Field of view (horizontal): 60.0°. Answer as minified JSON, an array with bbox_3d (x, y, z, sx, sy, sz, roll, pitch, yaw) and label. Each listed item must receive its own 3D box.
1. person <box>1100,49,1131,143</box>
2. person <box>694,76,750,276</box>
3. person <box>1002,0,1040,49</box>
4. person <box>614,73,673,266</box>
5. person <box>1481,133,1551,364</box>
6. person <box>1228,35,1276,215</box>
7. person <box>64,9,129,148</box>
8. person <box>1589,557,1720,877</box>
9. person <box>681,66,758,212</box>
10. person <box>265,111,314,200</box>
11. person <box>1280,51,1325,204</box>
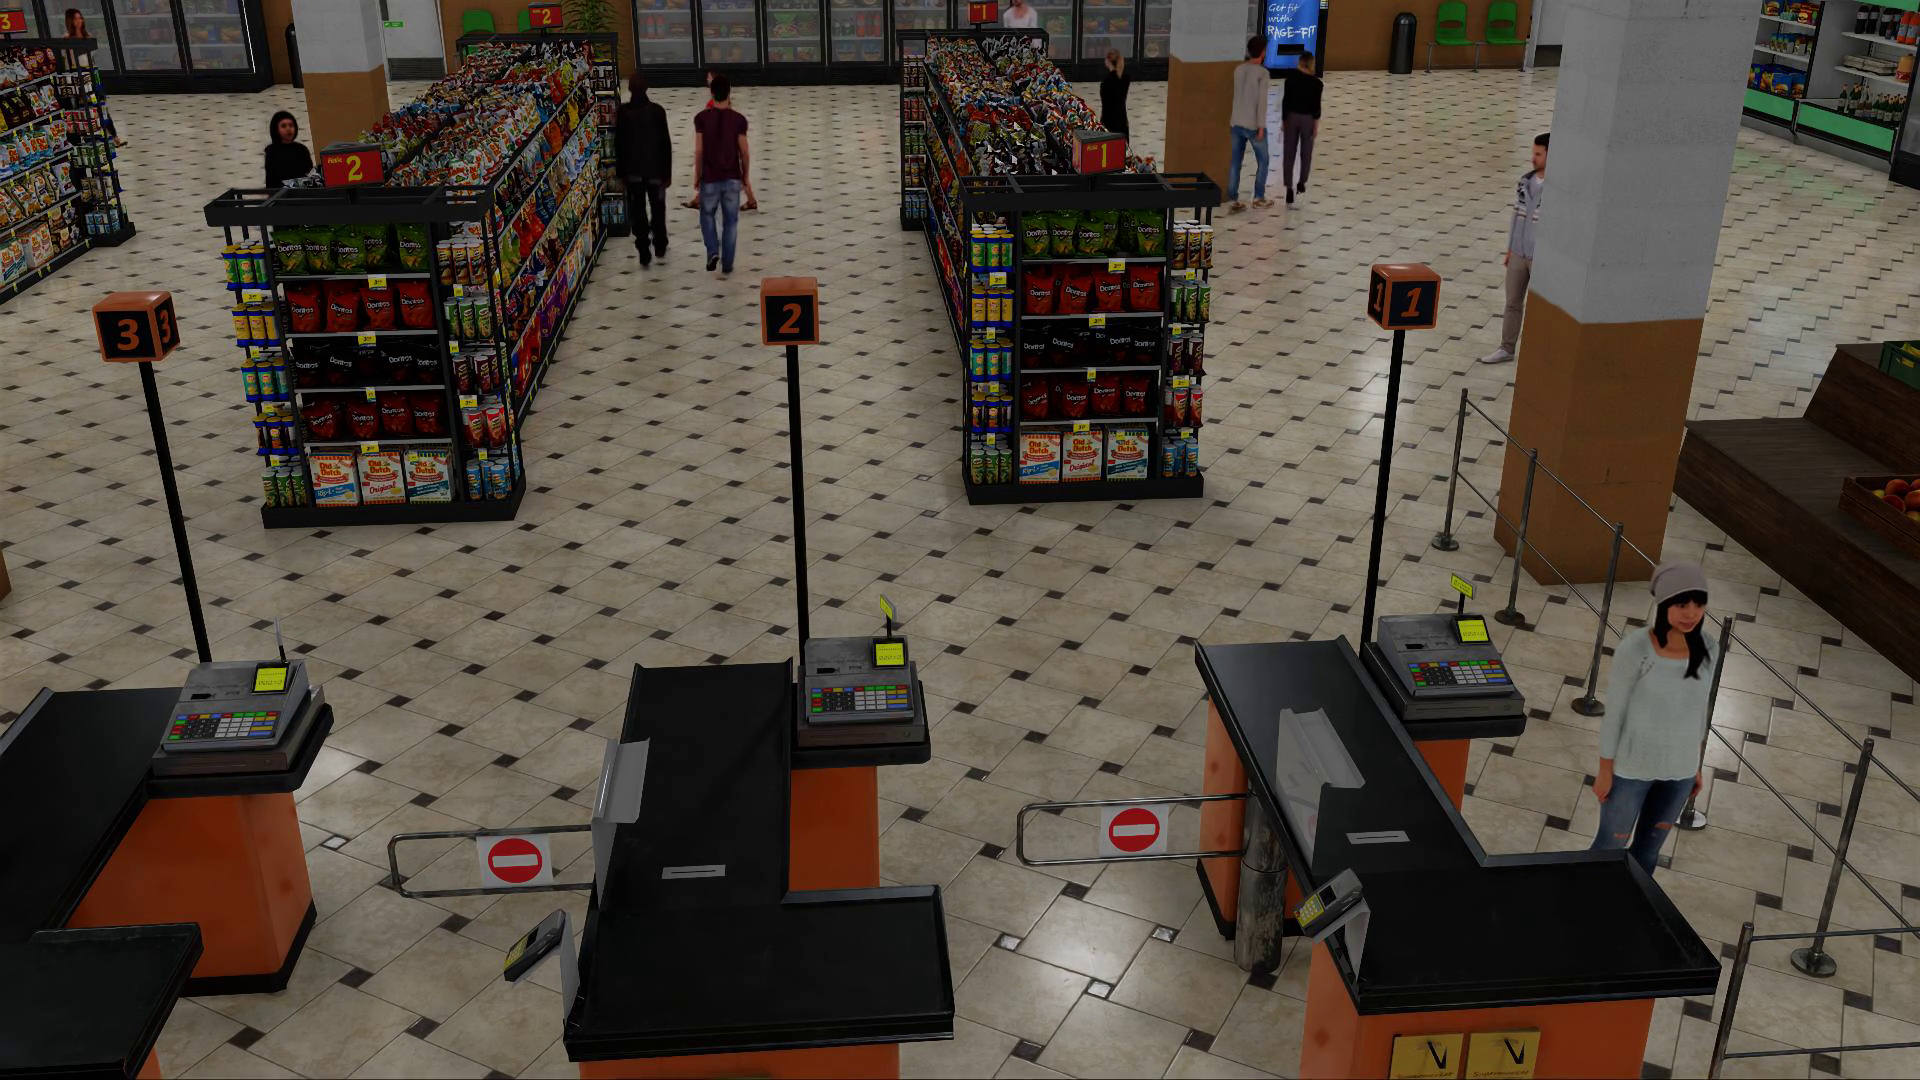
[{"bbox_3d":[1.790,-4.533,18.430,0.969,1.664,1.182,-16,28,-33],"label":"person"},{"bbox_3d":[-2.234,-3.374,15.570,0.691,1.834,0.741,-4,24,-10],"label":"person"},{"bbox_3d":[0.891,-7.039,23.958,0.788,1.823,0.765,7,25,15],"label":"person"},{"bbox_3d":[-3.046,-3.557,16.005,0.728,1.820,1.020,-3,24,-8],"label":"person"},{"bbox_3d":[4.494,-2.245,12.959,0.826,1.859,0.704,-16,28,-33],"label":"person"},{"bbox_3d":[3.063,-4.473,18.023,0.910,1.881,0.963,21,31,39],"label":"person"},{"bbox_3d":[-11.390,-5.926,21.526,1.059,1.735,1.152,11,26,23],"label":"person"},{"bbox_3d":[2.572,0.830,6.200,0.590,1.645,0.501,-4,24,-9],"label":"person"},{"bbox_3d":[-2.503,-4.298,18.049,0.628,1.540,0.984,-2,24,-4],"label":"person"},{"bbox_3d":[-5.942,-2.953,14.807,0.859,1.675,0.991,-16,28,-32],"label":"person"},{"bbox_3d":[3.752,-4.535,18.491,0.857,1.620,1.112,7,25,16],"label":"person"}]
